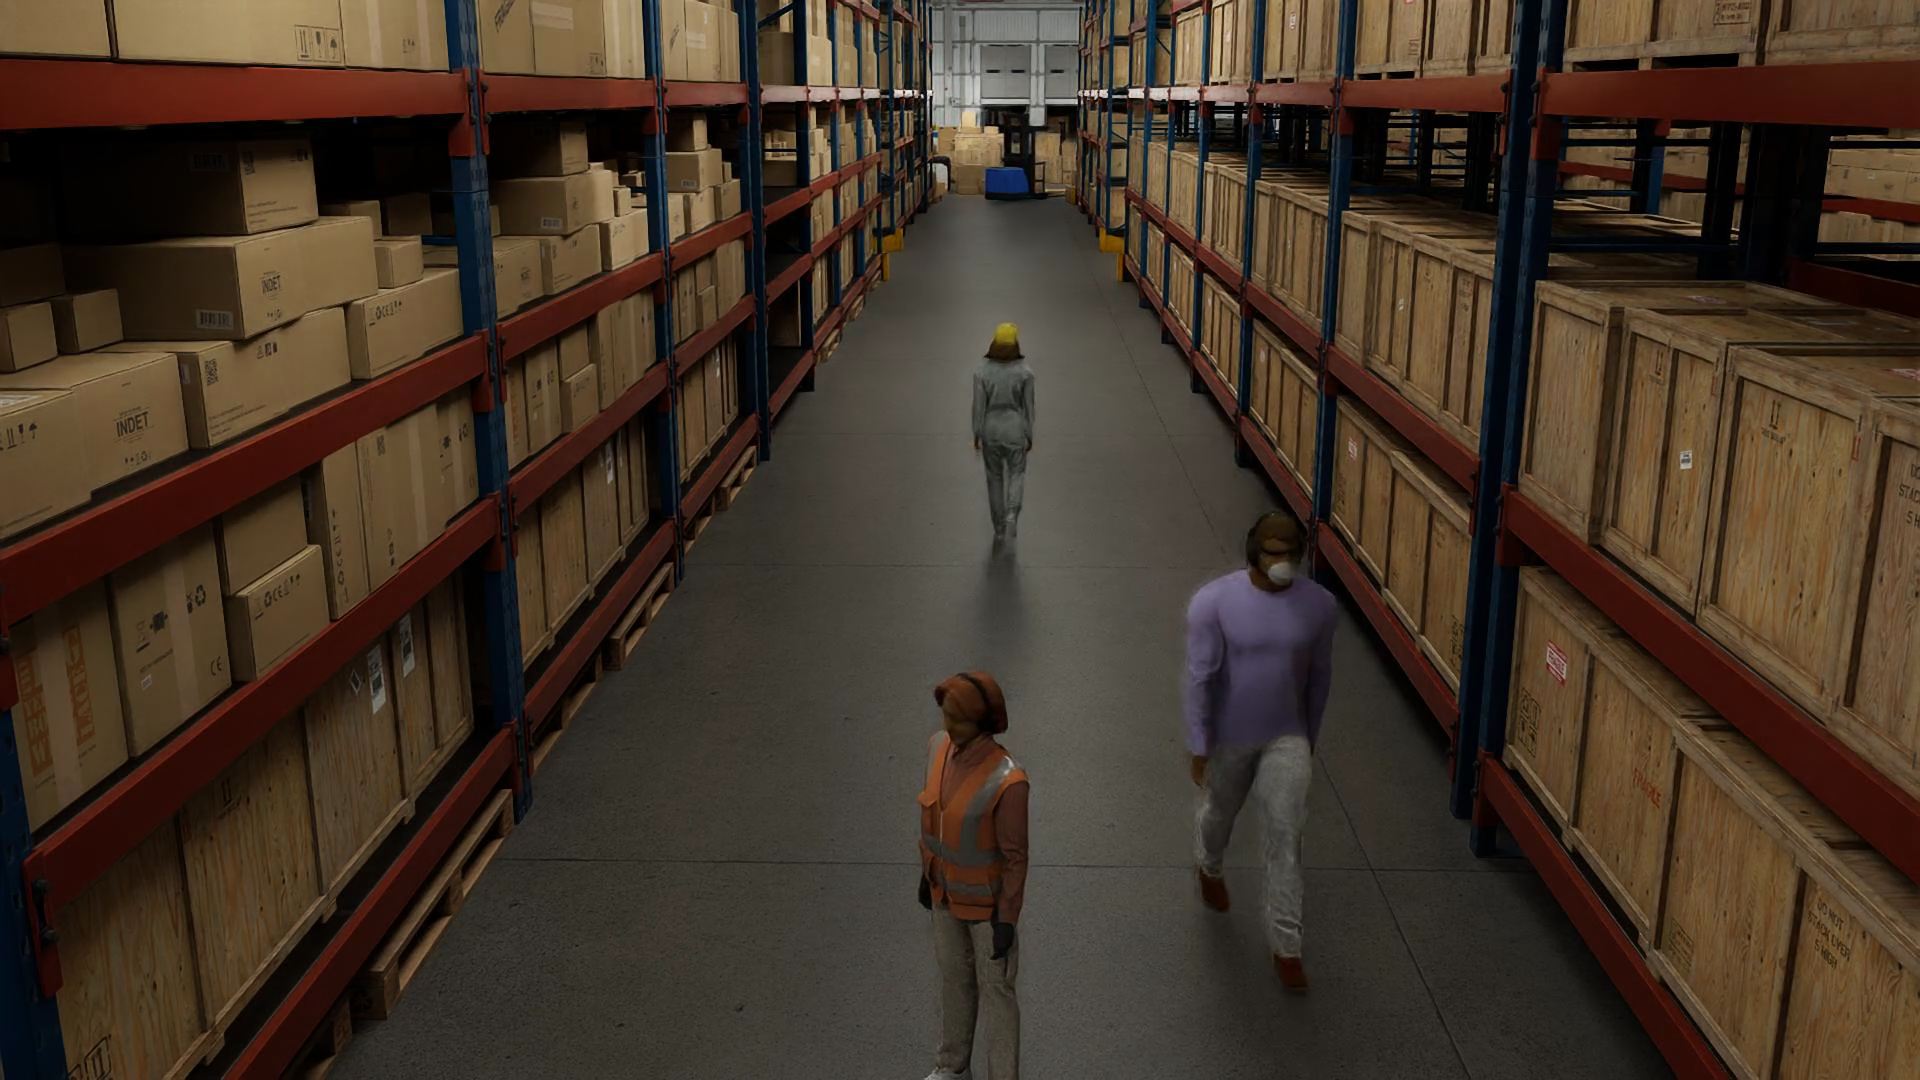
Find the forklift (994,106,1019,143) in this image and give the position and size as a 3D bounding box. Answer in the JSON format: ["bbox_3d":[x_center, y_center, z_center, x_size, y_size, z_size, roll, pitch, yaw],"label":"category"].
[{"bbox_3d":[2.165,-20.356,83.529,1.129,2.768,1.873,-7,17,-24],"label":"forklift"}]

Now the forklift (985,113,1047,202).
[{"bbox_3d":[1.805,-12.524,54.389,1.873,2.768,1.129,-14,20,-42],"label":"forklift"}]

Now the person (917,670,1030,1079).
[{"bbox_3d":[0.039,1.215,5.629,0.307,1.637,0.512,-12,19,-37],"label":"person"}]

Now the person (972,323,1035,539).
[{"bbox_3d":[0.337,-0.847,13.126,0.499,1.717,0.398,1,15,5],"label":"person"}]

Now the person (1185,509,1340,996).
[{"bbox_3d":[1.208,0.775,6.800,0.635,1.896,1.022,-1,15,-3],"label":"person"}]

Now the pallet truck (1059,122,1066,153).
[{"bbox_3d":[5.788,-21.111,88.014,1.885,1.965,0.823,5,16,18],"label":"pallet truck"}]
